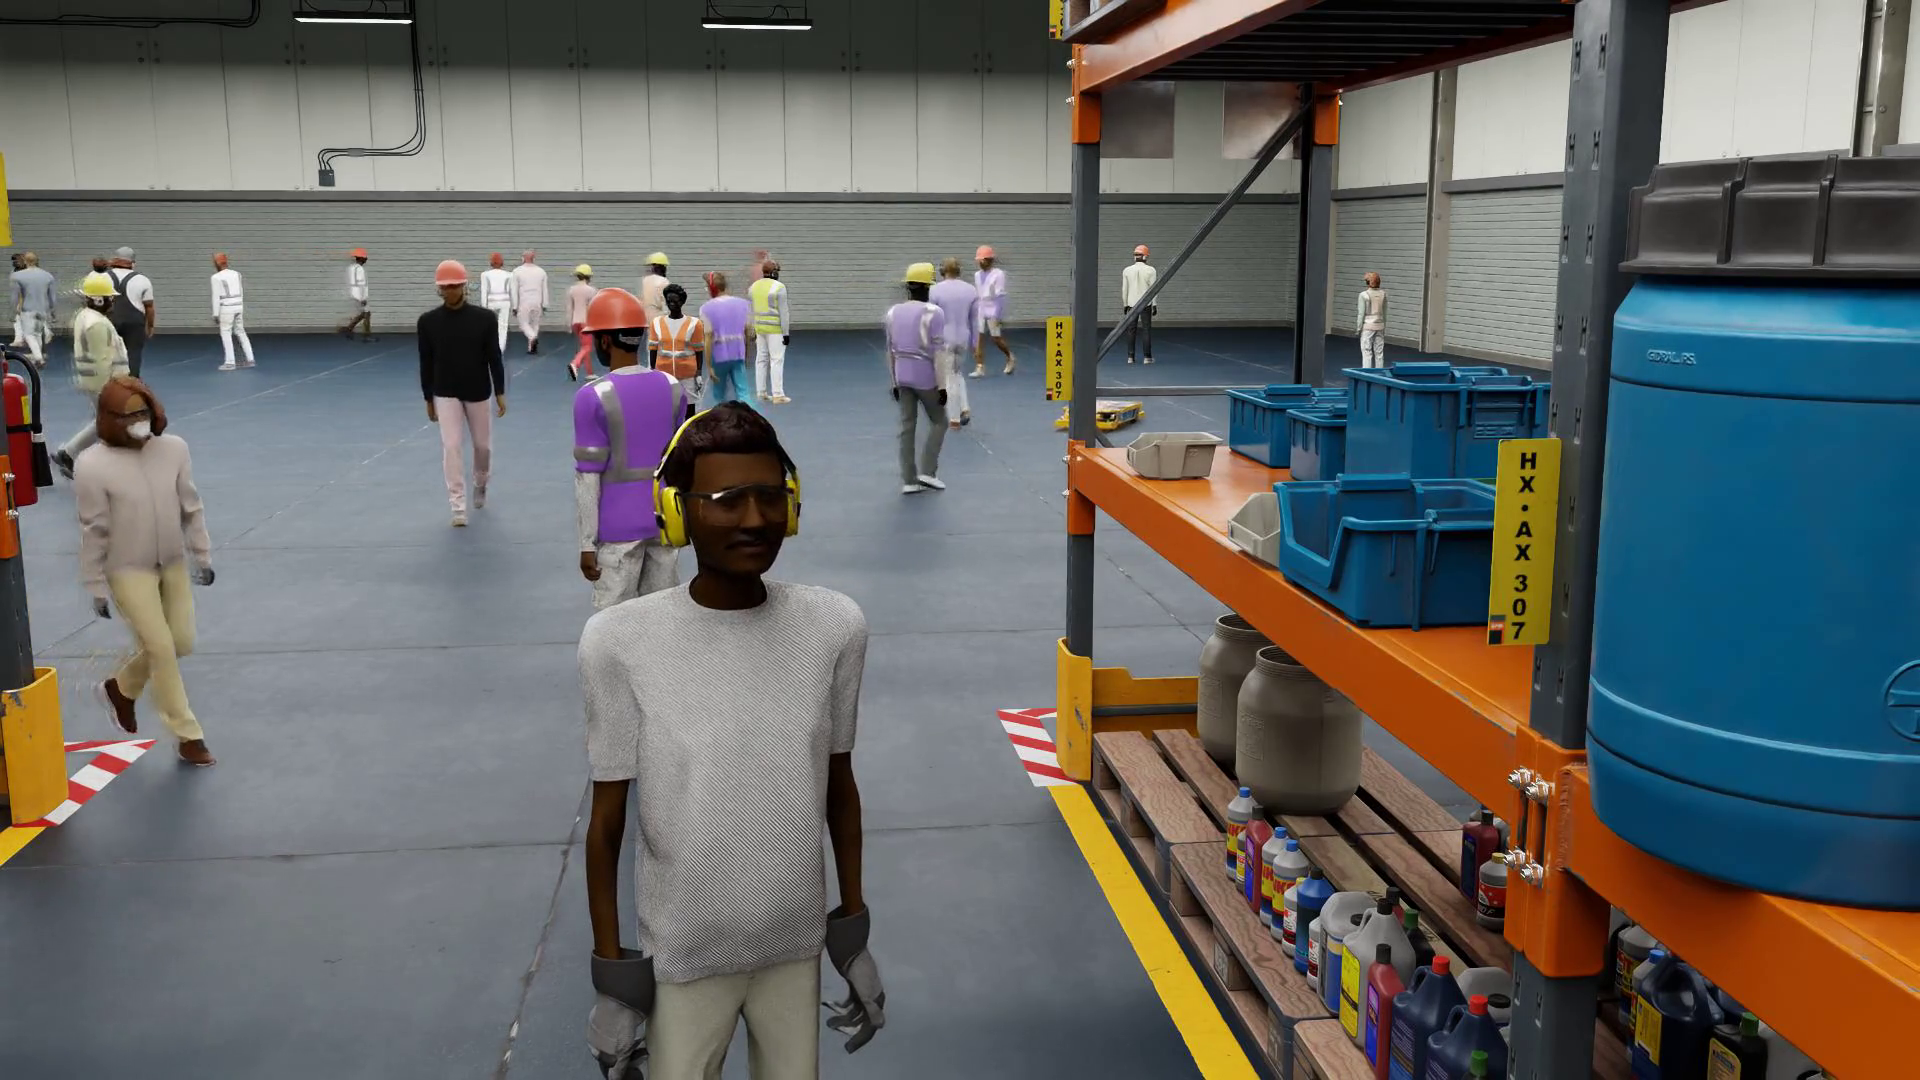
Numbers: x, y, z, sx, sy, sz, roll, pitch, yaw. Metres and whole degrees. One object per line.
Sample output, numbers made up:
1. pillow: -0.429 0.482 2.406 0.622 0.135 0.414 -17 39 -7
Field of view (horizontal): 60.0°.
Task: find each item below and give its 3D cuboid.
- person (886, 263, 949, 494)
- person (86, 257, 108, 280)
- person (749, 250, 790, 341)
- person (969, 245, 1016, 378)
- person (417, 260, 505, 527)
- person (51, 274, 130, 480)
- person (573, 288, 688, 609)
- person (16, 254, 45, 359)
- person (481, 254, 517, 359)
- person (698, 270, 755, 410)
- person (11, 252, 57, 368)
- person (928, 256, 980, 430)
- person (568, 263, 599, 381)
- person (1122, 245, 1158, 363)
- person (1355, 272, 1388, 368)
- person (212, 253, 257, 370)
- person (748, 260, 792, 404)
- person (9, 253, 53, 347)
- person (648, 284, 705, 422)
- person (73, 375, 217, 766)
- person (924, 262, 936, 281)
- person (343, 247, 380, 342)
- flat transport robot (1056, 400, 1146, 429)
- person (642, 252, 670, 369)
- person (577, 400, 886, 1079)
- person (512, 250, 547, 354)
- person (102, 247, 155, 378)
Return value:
1. person: -0.316 -1.338 13.854 0.623 1.908 0.529 7 12 33
2. person: -13.988 -3.708 27.162 0.445 1.809 0.686 -1 10 -4
3. person: -3.962 -5.009 34.142 0.982 1.854 0.653 -4 11 -23
4. person: 0.487 -3.466 25.263 0.601 2.011 0.875 9 14 40
5. person: -3.753 -1.127 12.559 0.609 1.971 0.880 -3 11 -16
6. person: -7.400 -1.352 14.208 0.640 1.818 0.595 -8 13 -37
7. person: -1.367 -0.064 6.852 0.384 1.930 0.540 9 14 40
8. person: -16.239 -4.075 29.117 0.378 1.823 0.581 3 11 15
9. person: -8.094 -4.106 29.260 0.593 1.823 1.000 -3 11 -13
10. person: -2.304 -1.791 16.636 0.601 1.807 0.832 -7 12 -32
11. person: -14.956 -3.696 26.845 0.710 1.891 0.678 8 13 39
12. person: -0.113 -2.177 18.462 0.623 1.918 0.479 -6 12 -30
13. person: -5.593 -3.208 24.589 0.532 1.745 0.742 5 12 27
14. person: 3.050 -3.978 28.132 0.611 1.985 0.393 5 11 24
15. person: 5.814 -2.961 23.501 0.513 1.642 0.311 -5 12 -27
16. person: -11.726 -3.676 26.780 0.483 1.872 0.673 4 11 21
17. person: -2.419 -2.673 21.403 0.627 1.835 0.428 8 13 37
18. person: -18.288 -4.706 32.594 0.631 1.814 0.817 4 11 21
19. person: -2.638 -1.527 15.489 0.535 1.697 0.318 0 10 0
20. person: -3.330 0.120 6.719 0.606 1.598 0.545 6 12 28
21. person: -0.491 -3.339 25.290 0.487 1.746 0.289 5 11 24
22. person: -12.121 -4.937 33.566 0.577 1.920 0.570 -7 13 -35
23. flat transport robot: 1.617 -1.442 18.932 0.652 0.197 1.431 4 11 21
24. person: -4.274 -3.119 23.641 0.594 1.912 0.427 9 14 40
25. person: -0.368 0.702 2.782 0.514 1.876 0.328 -5 12 -27
26. person: -7.764 -4.284 30.060 0.660 1.891 0.642 -8 13 -36
27. person: -10.995 -2.884 21.982 0.696 2.000 0.874 -3 11 -14
